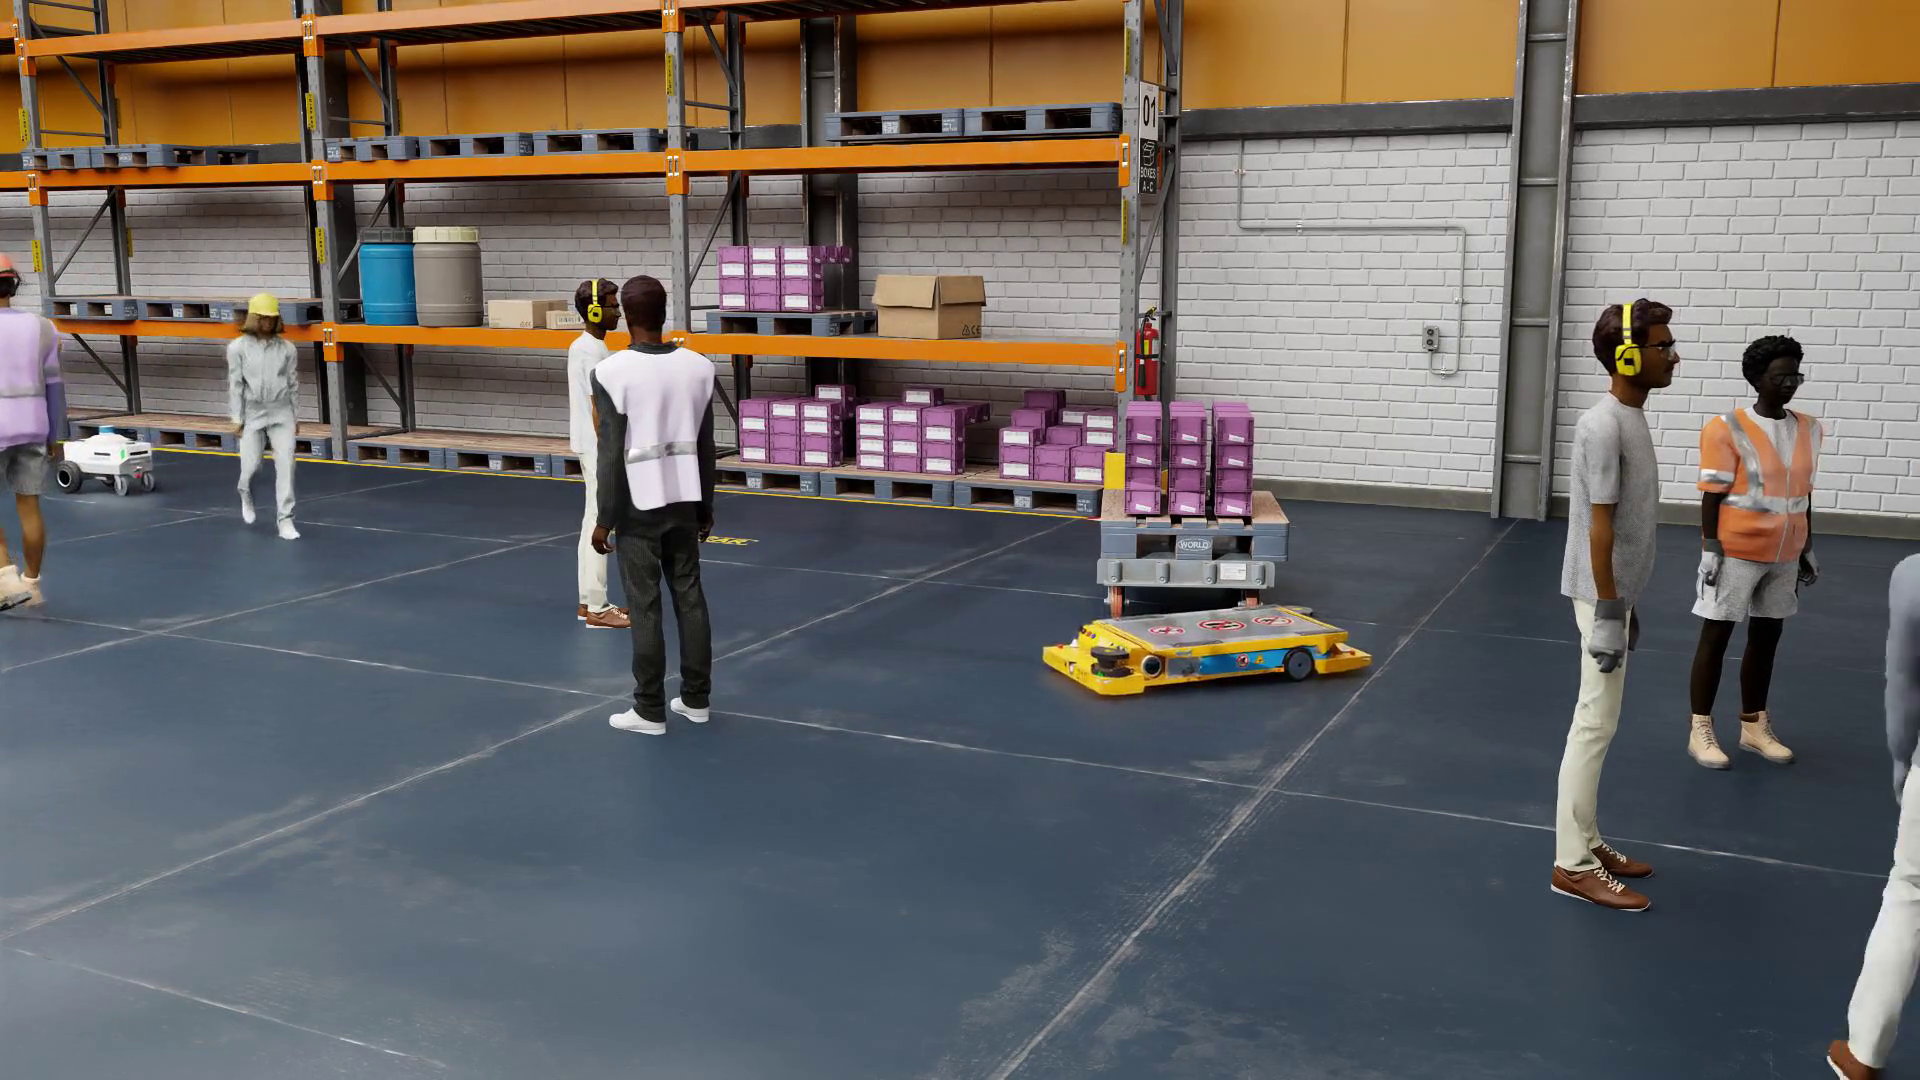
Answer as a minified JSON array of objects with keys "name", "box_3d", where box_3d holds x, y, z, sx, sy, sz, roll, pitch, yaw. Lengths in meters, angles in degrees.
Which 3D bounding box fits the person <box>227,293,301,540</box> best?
[{"name":"person","box_3d":[-4.896,-0.880,11.721,0.494,1.722,0.642,-8,13,-38]}]

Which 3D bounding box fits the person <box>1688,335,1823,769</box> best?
[{"name":"person","box_3d":[3.120,0.048,6.517,0.531,1.698,0.320,-2,10,-13]}]

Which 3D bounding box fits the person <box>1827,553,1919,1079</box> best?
[{"name":"person","box_3d":[2.333,0.563,3.812,0.337,1.618,0.596,-5,11,-28]}]

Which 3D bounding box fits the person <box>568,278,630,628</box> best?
[{"name":"person","box_3d":[-1.926,-0.462,8.944,0.316,1.870,0.531,-4,11,-21]}]

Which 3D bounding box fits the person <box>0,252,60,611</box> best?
[{"name":"person","box_3d":[-5.285,-0.590,9.215,0.477,2.036,0.617,7,12,34]}]

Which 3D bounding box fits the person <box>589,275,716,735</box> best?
[{"name":"person","box_3d":[-1.266,-0.142,6.976,0.374,1.916,0.597,9,14,43]}]

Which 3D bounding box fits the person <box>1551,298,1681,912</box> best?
[{"name":"person","box_3d":[2.049,0.201,5.183,0.328,1.862,0.514,5,11,25]}]

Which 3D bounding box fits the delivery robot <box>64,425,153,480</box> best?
[{"name":"delivery robot","box_3d":[-7.103,-0.712,13.869,0.707,0.478,0.477,4,11,21]}]

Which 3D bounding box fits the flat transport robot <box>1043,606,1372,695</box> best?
[{"name":"flat transport robot","box_3d":[1.181,0.509,7.962,1.431,0.197,0.652,-4,11,-21]}]
